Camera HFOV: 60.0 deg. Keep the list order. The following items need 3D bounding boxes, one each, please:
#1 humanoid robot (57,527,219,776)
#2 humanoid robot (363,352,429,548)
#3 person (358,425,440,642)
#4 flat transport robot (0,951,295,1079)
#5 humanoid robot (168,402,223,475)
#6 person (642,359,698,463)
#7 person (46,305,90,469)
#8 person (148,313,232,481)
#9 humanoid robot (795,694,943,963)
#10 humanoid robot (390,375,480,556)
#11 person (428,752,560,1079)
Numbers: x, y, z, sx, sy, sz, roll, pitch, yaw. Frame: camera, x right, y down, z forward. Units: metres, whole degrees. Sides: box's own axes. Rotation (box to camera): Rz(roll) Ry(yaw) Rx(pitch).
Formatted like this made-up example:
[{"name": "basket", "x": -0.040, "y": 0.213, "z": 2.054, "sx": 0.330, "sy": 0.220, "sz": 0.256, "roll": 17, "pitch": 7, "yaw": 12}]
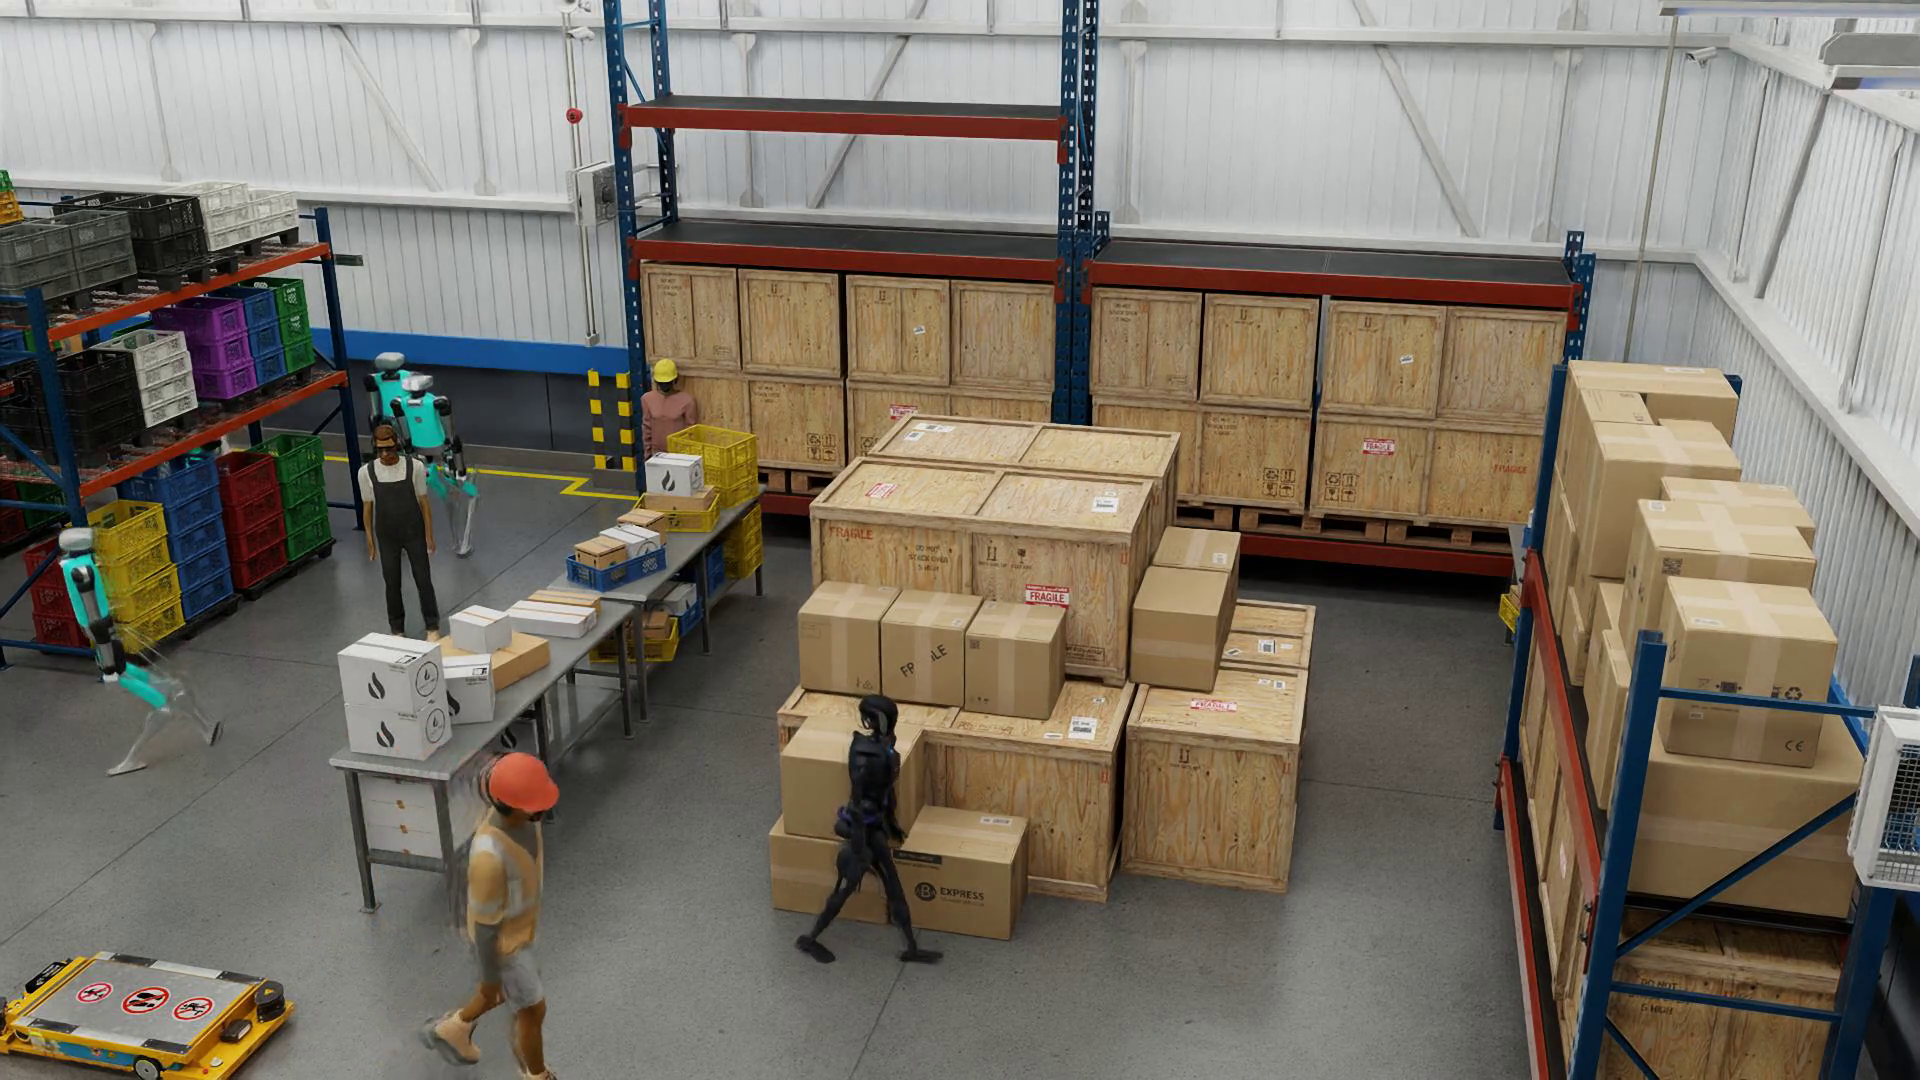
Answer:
[{"name": "humanoid robot", "x": -5.423, "y": 0.721, "z": 11.160, "sx": 0.889, "sy": 1.809, "sz": 0.548, "roll": -13, "pitch": 24, "yaw": -31}, {"name": "humanoid robot", "x": -5.082, "y": -0.730, "z": 14.980, "sx": 0.548, "sy": 1.821, "sz": 0.801, "roll": -1, "pitch": 21, "yaw": -2}, {"name": "person", "x": -4.347, "y": -0.025, "z": 12.922, "sx": 0.505, "sy": 1.837, "sz": 0.336, "roll": -6, "pitch": 22, "yaw": -16}, {"name": "flat transport robot", "x": -4.270, "y": 2.464, "z": 8.601, "sx": 1.431, "sy": 0.231, "sz": 0.659, "roll": 5, "pitch": 22, "yaw": 13}, {"name": "humanoid robot", "x": -7.145, "y": -0.843, "z": 15.291, "sx": 0.536, "sy": 1.849, "sz": 0.743, "roll": 10, "pitch": 23, "yaw": 24}, {"name": "person", "x": -2.609, "y": -0.784, "z": 15.012, "sx": 0.522, "sy": 1.761, "sz": 0.336, "roll": 3, "pitch": 21, "yaw": 9}, {"name": "person", "x": -9.176, "y": -1.678, "z": 17.108, "sx": 0.362, "sy": 1.931, "sz": 0.542, "roll": -1, "pitch": 21, "yaw": -2}, {"name": "person", "x": -7.739, "y": -1.392, "z": 16.555, "sx": 0.956, "sy": 1.789, "sz": 0.650, "roll": -3, "pitch": 21, "yaw": -8}, {"name": "humanoid robot", "x": -0.508, "y": 1.584, "z": 9.004, "sx": 0.830, "sy": 1.619, "sz": 0.591, "roll": 7, "pitch": 22, "yaw": 17}, {"name": "humanoid robot", "x": -4.564, "y": -0.629, "z": 14.778, "sx": 0.565, "sy": 1.859, "sz": 0.861, "roll": 3, "pitch": 21, "yaw": 8}, {"name": "person", "x": -2.182, "y": 1.837, "z": 7.815, "sx": 0.818, "sy": 1.996, "sz": 0.657, "roll": 2, "pitch": 21, "yaw": 5}]
